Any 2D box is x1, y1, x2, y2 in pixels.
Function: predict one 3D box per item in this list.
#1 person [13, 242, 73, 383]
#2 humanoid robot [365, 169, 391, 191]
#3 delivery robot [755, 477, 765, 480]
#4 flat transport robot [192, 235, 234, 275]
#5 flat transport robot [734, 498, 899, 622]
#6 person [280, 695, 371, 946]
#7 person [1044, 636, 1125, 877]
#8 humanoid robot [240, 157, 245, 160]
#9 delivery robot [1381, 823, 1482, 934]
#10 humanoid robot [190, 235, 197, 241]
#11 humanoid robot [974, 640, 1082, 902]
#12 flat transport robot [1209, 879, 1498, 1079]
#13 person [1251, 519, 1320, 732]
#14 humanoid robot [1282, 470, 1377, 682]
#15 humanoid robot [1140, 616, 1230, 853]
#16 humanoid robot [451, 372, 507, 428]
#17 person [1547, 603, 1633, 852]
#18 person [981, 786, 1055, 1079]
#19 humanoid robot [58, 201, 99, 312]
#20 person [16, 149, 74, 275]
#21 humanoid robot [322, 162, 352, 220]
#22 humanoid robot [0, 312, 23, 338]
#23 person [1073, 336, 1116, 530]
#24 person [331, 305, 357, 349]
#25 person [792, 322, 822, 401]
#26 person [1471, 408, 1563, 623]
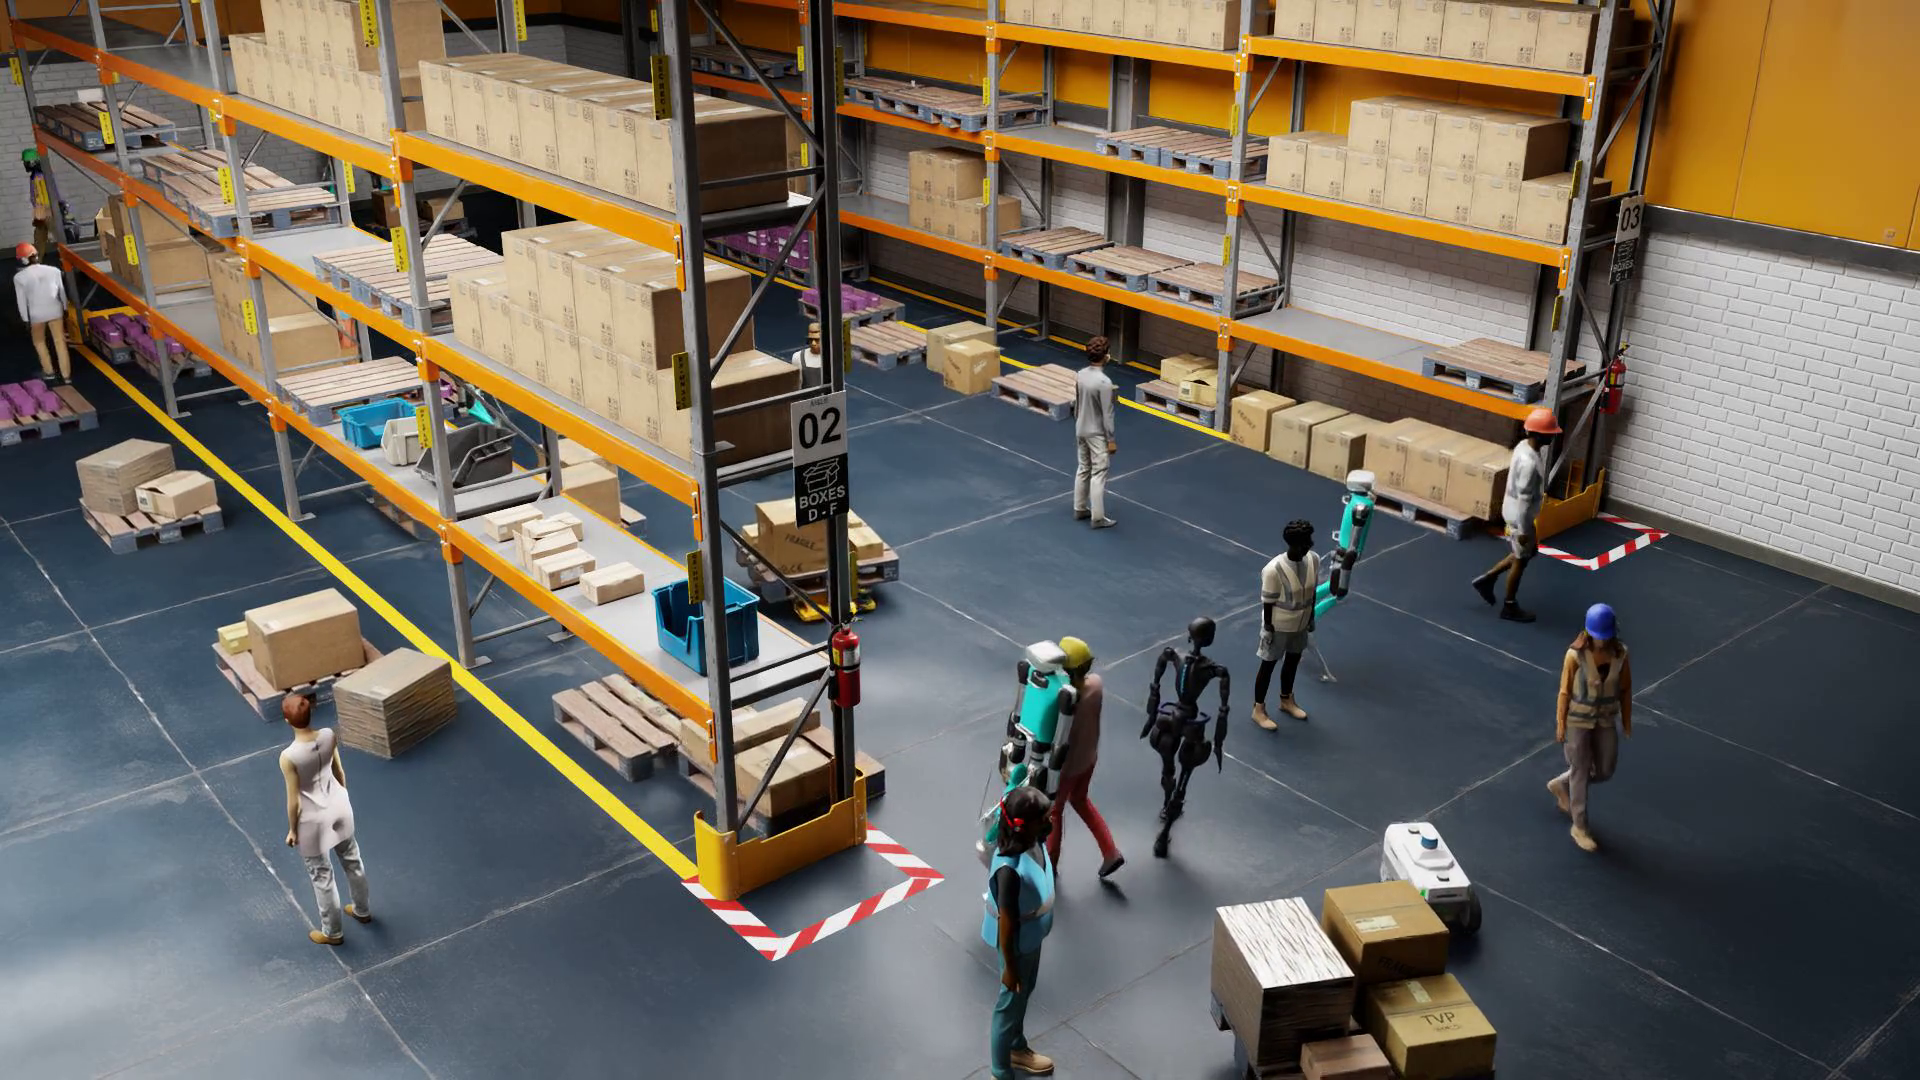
[{"bbox_3d":[-11.161,-2.772,20.226,0.684,1.724,0.604,21,31,39],"label":"person"},{"bbox_3d":[-9.486,-5.901,27.505,0.765,1.810,0.568,-9,25,-19],"label":"humanoid robot"},{"bbox_3d":[-2.190,-0.982,17.557,0.781,0.595,0.499,14,27,30],"label":"delivery robot"},{"bbox_3d":[-10.648,-3.351,23.403,1.431,0.231,0.659,4,24,10],"label":"flat transport robot"},{"bbox_3d":[-1.315,0.327,14.886,0.659,0.231,1.431,-10,25,-21],"label":"flat transport robot"},{"bbox_3d":[-3.859,1.676,10.007,0.291,1.657,0.449,12,26,26],"label":"person"},{"bbox_3d":[0.731,1.399,10.529,0.647,1.745,0.557,17,28,33],"label":"person"},{"bbox_3d":[-10.990,-5.113,25.734,0.599,1.636,0.700,10,25,21],"label":"humanoid robot"},{"bbox_3d":[2.917,2.113,10.409,0.499,0.610,0.814,-2,23,-5],"label":"delivery robot"},{"bbox_3d":[-10.660,-4.089,23.216,0.696,1.760,0.530,-6,24,-14],"label":"humanoid robot"},{"bbox_3d":[0.294,1.543,10.300,0.834,1.828,0.552,-15,28,-31],"label":"humanoid robot"},{"bbox_3d":[2.084,2.888,8.956,0.659,0.231,1.431,-5,24,-11],"label":"flat transport robot"},{"bbox_3d":[2.447,0.616,12.425,0.531,1.691,0.322,-14,27,-30],"label":"person"},{"bbox_3d":[2.811,0.294,13.173,0.808,1.800,0.530,5,24,11],"label":"humanoid robot"},{"bbox_3d":[1.491,1.246,11.006,0.615,1.631,0.645,14,27,30],"label":"humanoid robot"},{"bbox_3d":[-4.924,-1.479,17.226,0.674,1.802,0.556,-1,23,-2],"label":"humanoid robot"},{"bbox_3d":[4.173,1.190,11.020,0.507,1.748,0.539,-4,24,-9],"label":"person"},{"bbox_3d":[0.311,2.109,8.745,0.371,1.864,0.542,8,25,17],"label":"person"},{"bbox_3d":[-12.039,-3.811,22.711,0.378,1.639,0.601,-15,28,-31],"label":"humanoid robot"},{"bbox_3d":[-13.792,-4.877,24.881,0.951,1.887,0.557,-13,27,-28],"label":"person"},{"bbox_3d":[-10.722,-6.194,28.275,0.700,1.888,0.530,-20,30,-38],"label":"humanoid robot"},{"bbox_3d":[-12.800,-3.365,21.731,0.610,1.640,0.700,18,29,35],"label":"humanoid robot"},{"bbox_3d":[1.275,-1.032,15.993,0.396,1.891,0.544,-16,28,-32],"label":"person"},{"bbox_3d":[-7.392,-2.724,20.058,0.324,1.770,0.487,3,24,8],"label":"person"},{"bbox_3d":[-1.418,-1.283,16.627,0.512,1.845,0.337,-2,23,-4],"label":"person"},{"bbox_3d":[4.727,-0.213,14.042,0.485,1.925,0.557,6,24,14],"label":"person"}]
